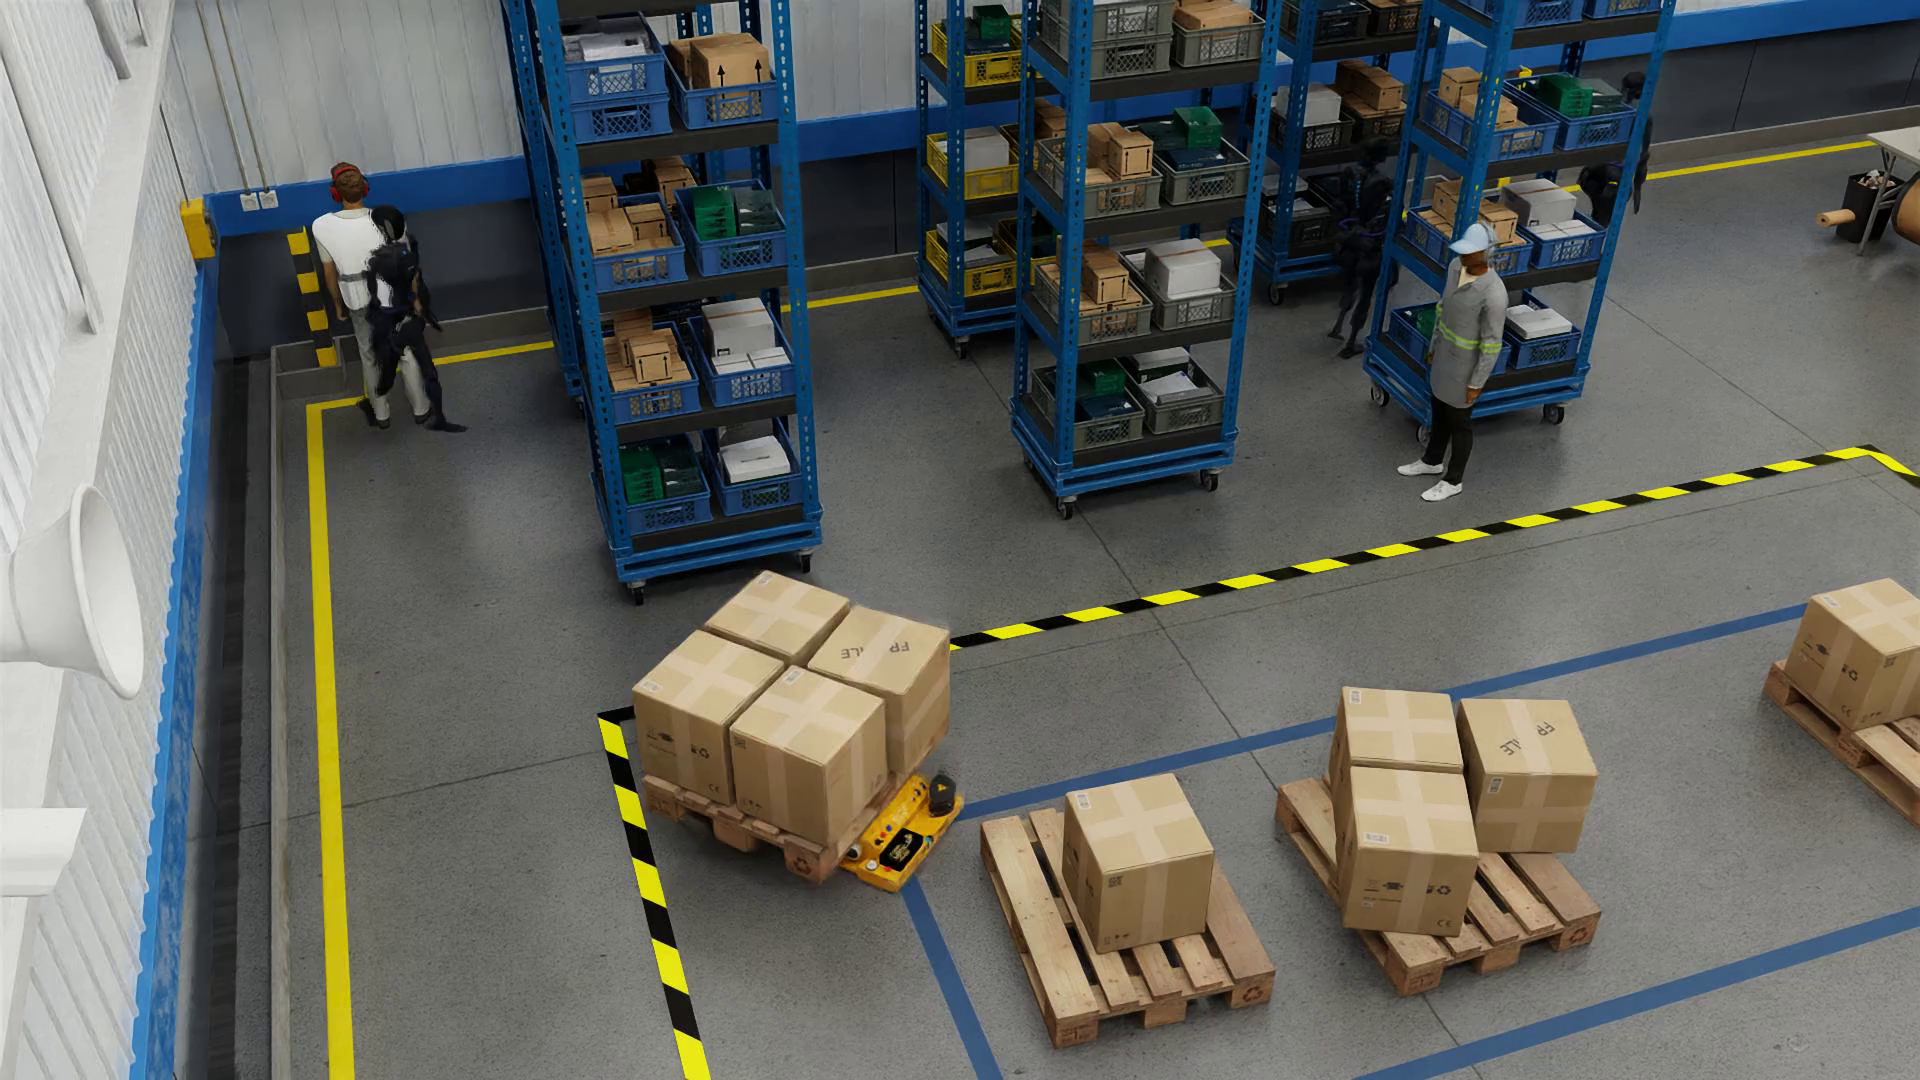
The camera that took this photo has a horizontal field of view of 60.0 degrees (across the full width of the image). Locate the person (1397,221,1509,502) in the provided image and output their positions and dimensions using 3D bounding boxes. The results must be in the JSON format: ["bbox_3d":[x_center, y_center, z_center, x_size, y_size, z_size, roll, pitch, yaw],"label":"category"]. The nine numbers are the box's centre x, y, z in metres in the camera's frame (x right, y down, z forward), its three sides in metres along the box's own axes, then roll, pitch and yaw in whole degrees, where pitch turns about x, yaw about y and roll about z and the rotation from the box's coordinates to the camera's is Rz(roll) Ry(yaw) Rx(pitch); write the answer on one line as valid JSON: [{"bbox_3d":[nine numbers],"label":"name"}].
[{"bbox_3d":[3.040,-1.099,10.239,0.386,1.850,0.598,-9,36,-12],"label":"person"}]

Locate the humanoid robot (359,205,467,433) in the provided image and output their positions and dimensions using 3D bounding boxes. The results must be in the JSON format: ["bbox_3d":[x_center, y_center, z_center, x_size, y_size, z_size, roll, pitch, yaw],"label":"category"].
[{"bbox_3d":[-3.742,-1.444,10.931,0.764,1.634,0.586,10,36,14],"label":"humanoid robot"}]

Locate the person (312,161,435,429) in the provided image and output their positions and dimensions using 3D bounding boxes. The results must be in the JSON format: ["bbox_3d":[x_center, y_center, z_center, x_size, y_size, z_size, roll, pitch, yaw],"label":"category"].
[{"bbox_3d":[-3.835,-1.573,10.913,0.566,1.849,0.387,-8,36,-11],"label":"person"}]

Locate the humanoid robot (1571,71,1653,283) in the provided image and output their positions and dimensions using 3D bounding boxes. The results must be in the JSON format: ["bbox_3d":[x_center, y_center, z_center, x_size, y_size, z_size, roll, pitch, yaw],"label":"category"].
[{"bbox_3d":[5.044,-2.814,12.830,0.567,1.639,0.612,-19,40,-25],"label":"humanoid robot"}]

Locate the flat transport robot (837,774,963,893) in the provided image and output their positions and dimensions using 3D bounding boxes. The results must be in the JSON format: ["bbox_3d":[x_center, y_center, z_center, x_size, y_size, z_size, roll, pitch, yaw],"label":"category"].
[{"bbox_3d":[-0.765,1.228,8.291,1.431,0.197,0.652,18,39,23],"label":"flat transport robot"}]

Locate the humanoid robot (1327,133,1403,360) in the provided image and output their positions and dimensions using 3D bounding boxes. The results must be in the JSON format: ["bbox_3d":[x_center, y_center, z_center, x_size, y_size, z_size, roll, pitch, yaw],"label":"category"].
[{"bbox_3d":[2.873,-2.081,11.778,0.343,1.646,0.586,-28,44,-34],"label":"humanoid robot"}]
